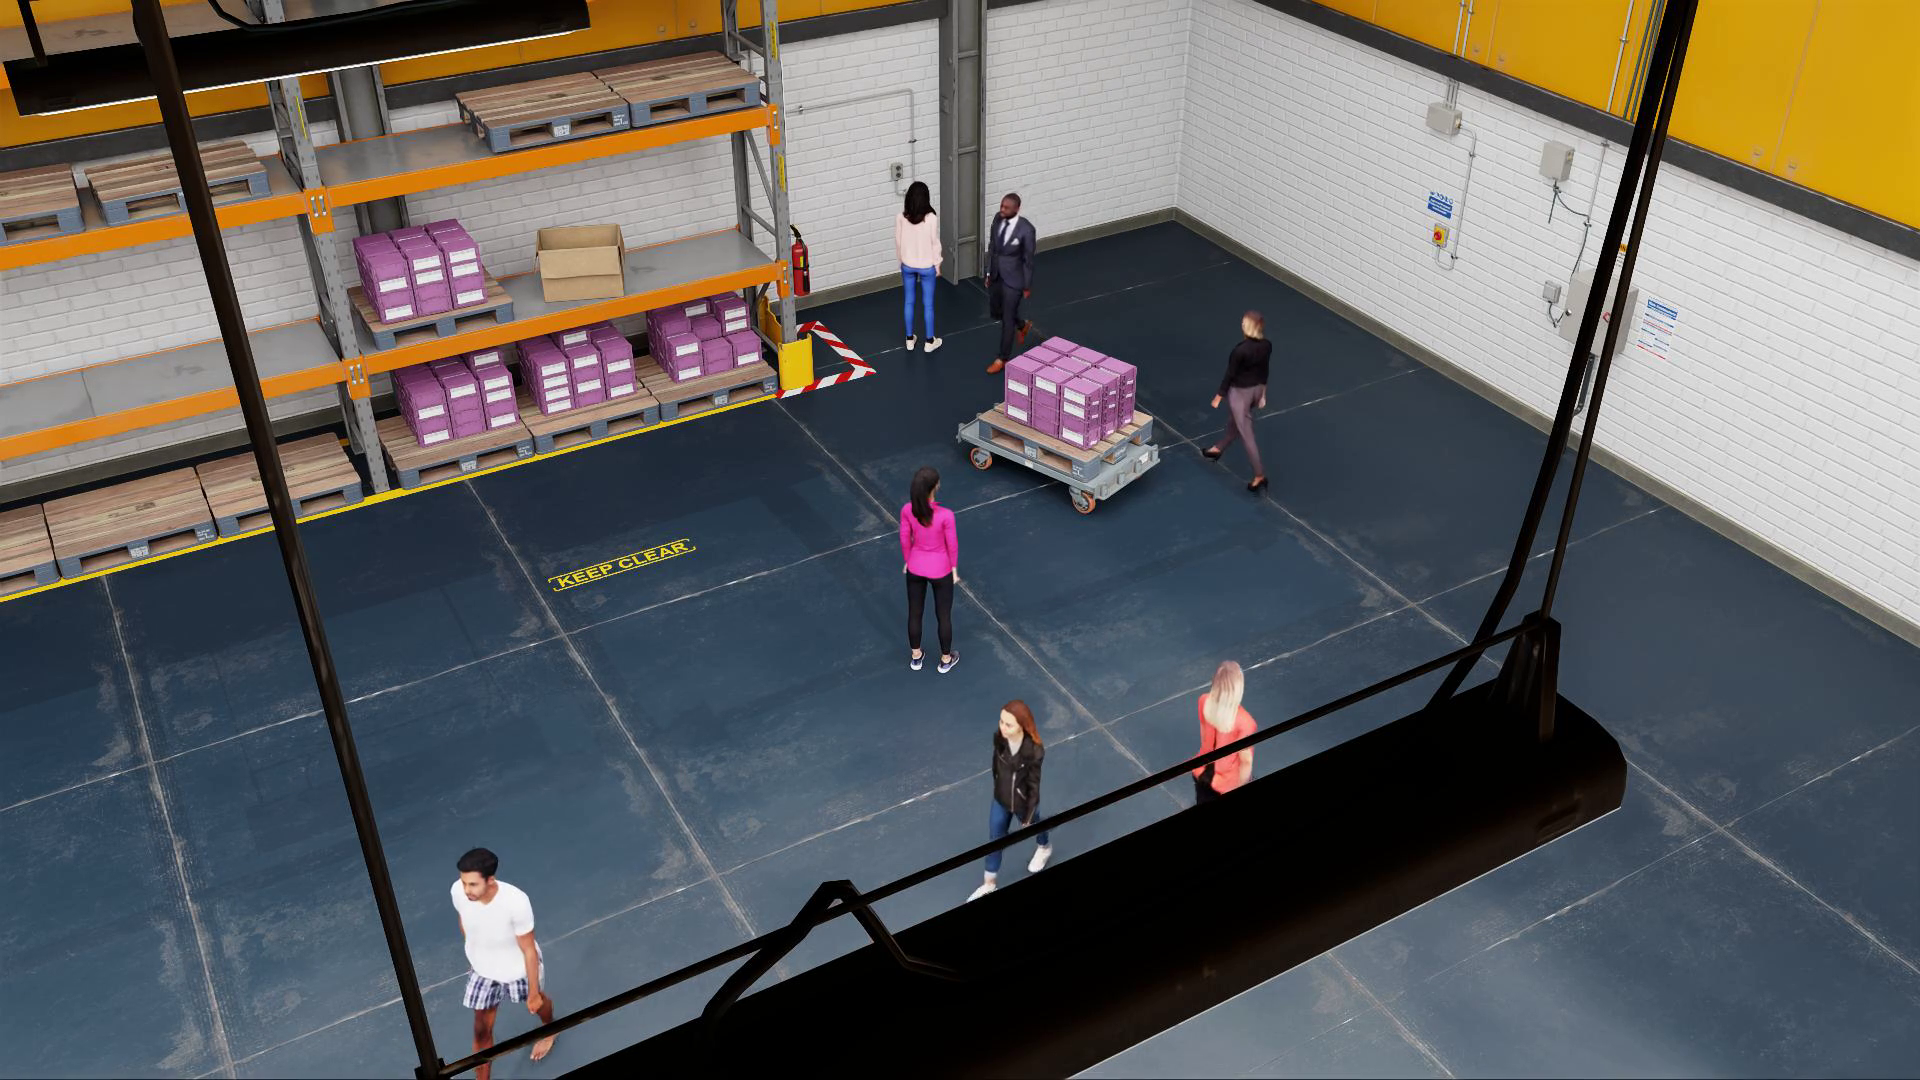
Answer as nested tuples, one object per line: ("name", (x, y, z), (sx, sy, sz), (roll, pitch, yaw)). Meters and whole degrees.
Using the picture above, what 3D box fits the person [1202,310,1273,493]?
("person", (2.507, -1.142, 14.286), (1.027, 1.625, 0.813), (-26, 42, -34))

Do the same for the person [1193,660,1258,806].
("person", (1.546, 1.520, 10.242), (0.807, 1.670, 0.710), (-25, 41, -32))

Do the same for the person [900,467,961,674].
("person", (-0.229, 0.224, 12.165), (0.680, 1.700, 0.736), (10, 35, 14))

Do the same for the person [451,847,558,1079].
("person", (-2.435, 2.274, 9.088), (1.093, 1.691, 1.158), (9, 35, 13))

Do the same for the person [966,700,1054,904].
("person", (0.404, 1.580, 10.351), (0.815, 1.449, 1.041), (22, 39, 29))

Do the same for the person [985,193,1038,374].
("person", (0.518, -2.562, 16.261), (0.861, 1.805, 1.060), (28, 43, 35))

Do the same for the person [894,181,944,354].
("person", (-0.412, -2.712, 16.521), (0.723, 1.766, 0.761), (11, 35, 17))
